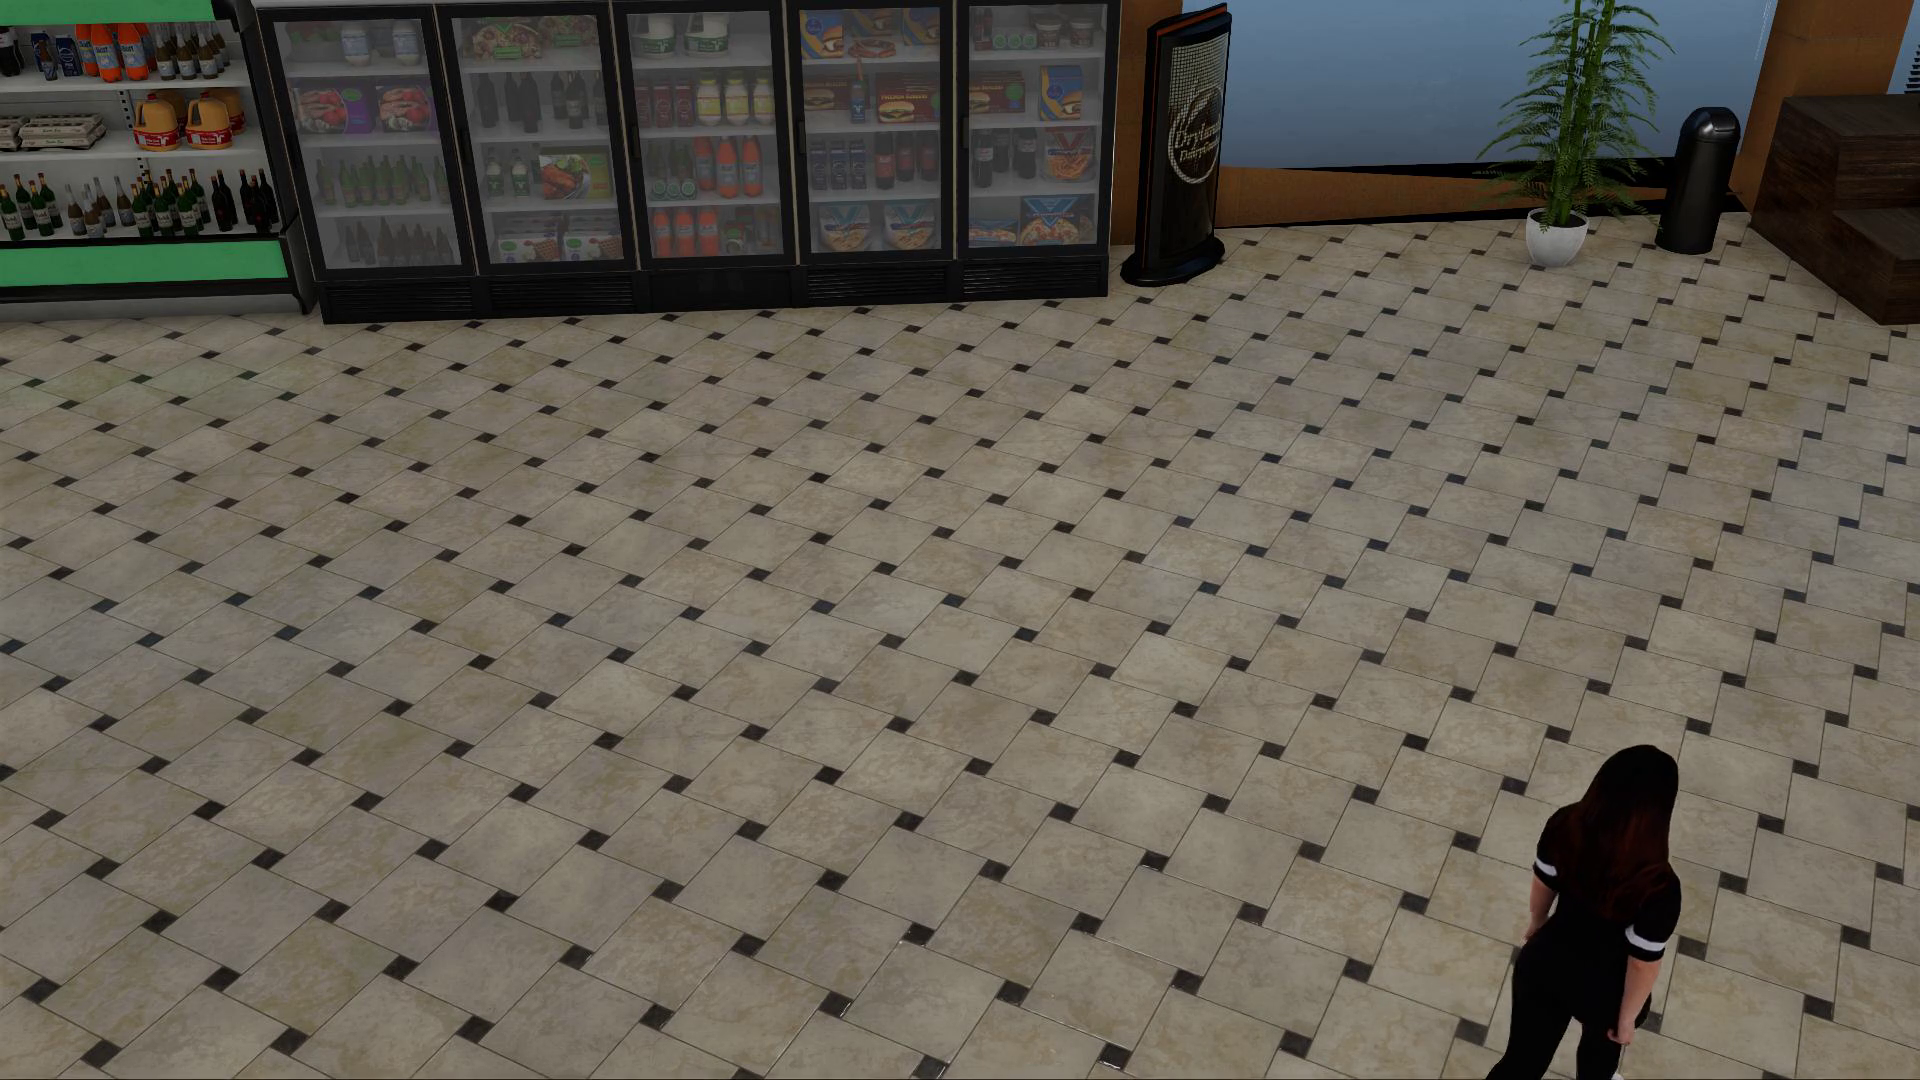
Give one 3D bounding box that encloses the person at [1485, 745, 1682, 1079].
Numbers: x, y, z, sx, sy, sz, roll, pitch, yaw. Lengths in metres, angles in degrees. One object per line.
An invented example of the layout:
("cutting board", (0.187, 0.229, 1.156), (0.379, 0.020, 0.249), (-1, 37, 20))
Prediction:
("person", (1.762, 1.311, 4.857), (1.193, 1.603, 1.002), (-22, 38, -32))
